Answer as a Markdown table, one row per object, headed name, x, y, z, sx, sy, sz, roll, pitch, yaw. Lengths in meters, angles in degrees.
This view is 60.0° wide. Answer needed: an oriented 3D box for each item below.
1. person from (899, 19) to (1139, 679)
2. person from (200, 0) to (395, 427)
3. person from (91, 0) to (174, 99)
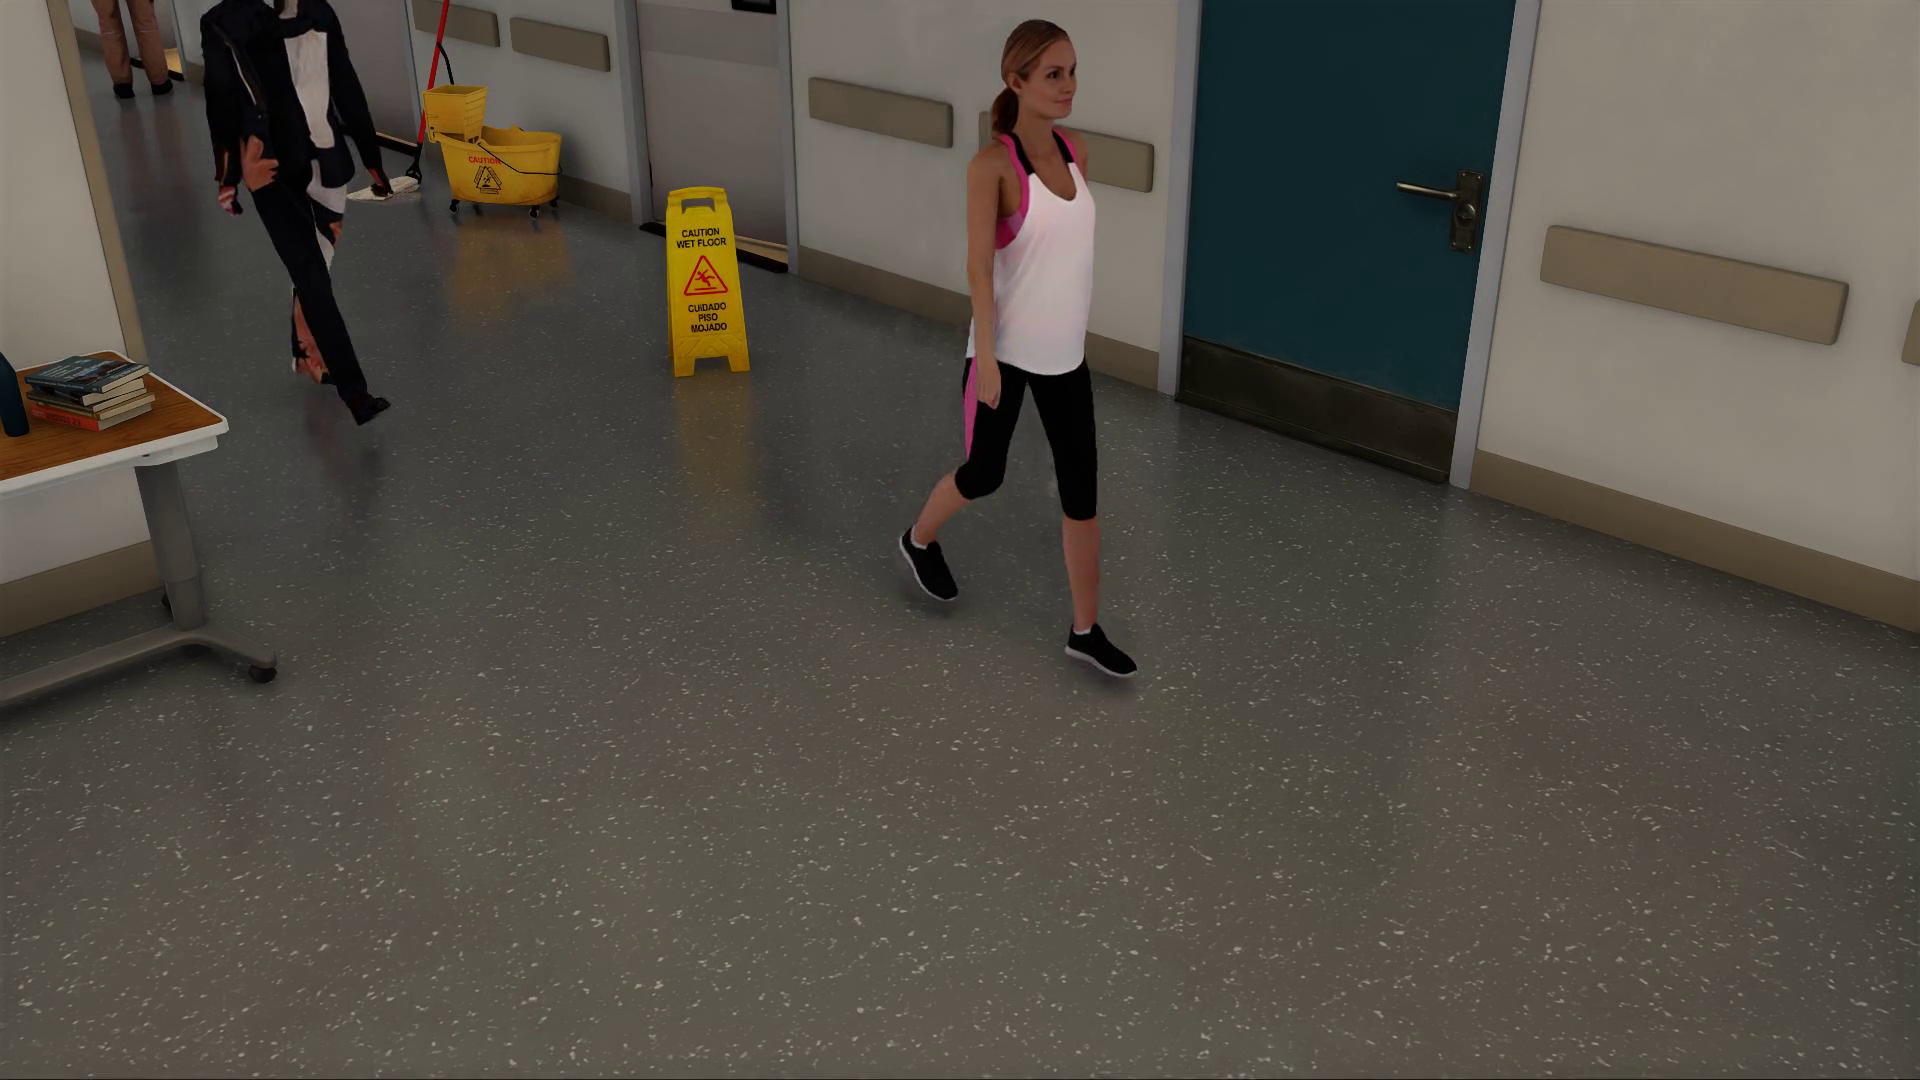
| name | x | y | z | sx | sy | sz | roll | pitch | yaw |
| --- | --- | --- | --- | --- | --- | --- | --- | --- | --- |
| person | 0.105 | -0.509 | 4.598 | 0.667 | 1.749 | 1.153 | -21 | 33 | -37 |
| person | -2.543 | -1.376 | 6.299 | 1.207 | 1.833 | 0.711 | 23 | 34 | 39 |
| person | -6.172 | -4.221 | 12.095 | 0.769 | 1.923 | 0.703 | -13 | 29 | -24 |
